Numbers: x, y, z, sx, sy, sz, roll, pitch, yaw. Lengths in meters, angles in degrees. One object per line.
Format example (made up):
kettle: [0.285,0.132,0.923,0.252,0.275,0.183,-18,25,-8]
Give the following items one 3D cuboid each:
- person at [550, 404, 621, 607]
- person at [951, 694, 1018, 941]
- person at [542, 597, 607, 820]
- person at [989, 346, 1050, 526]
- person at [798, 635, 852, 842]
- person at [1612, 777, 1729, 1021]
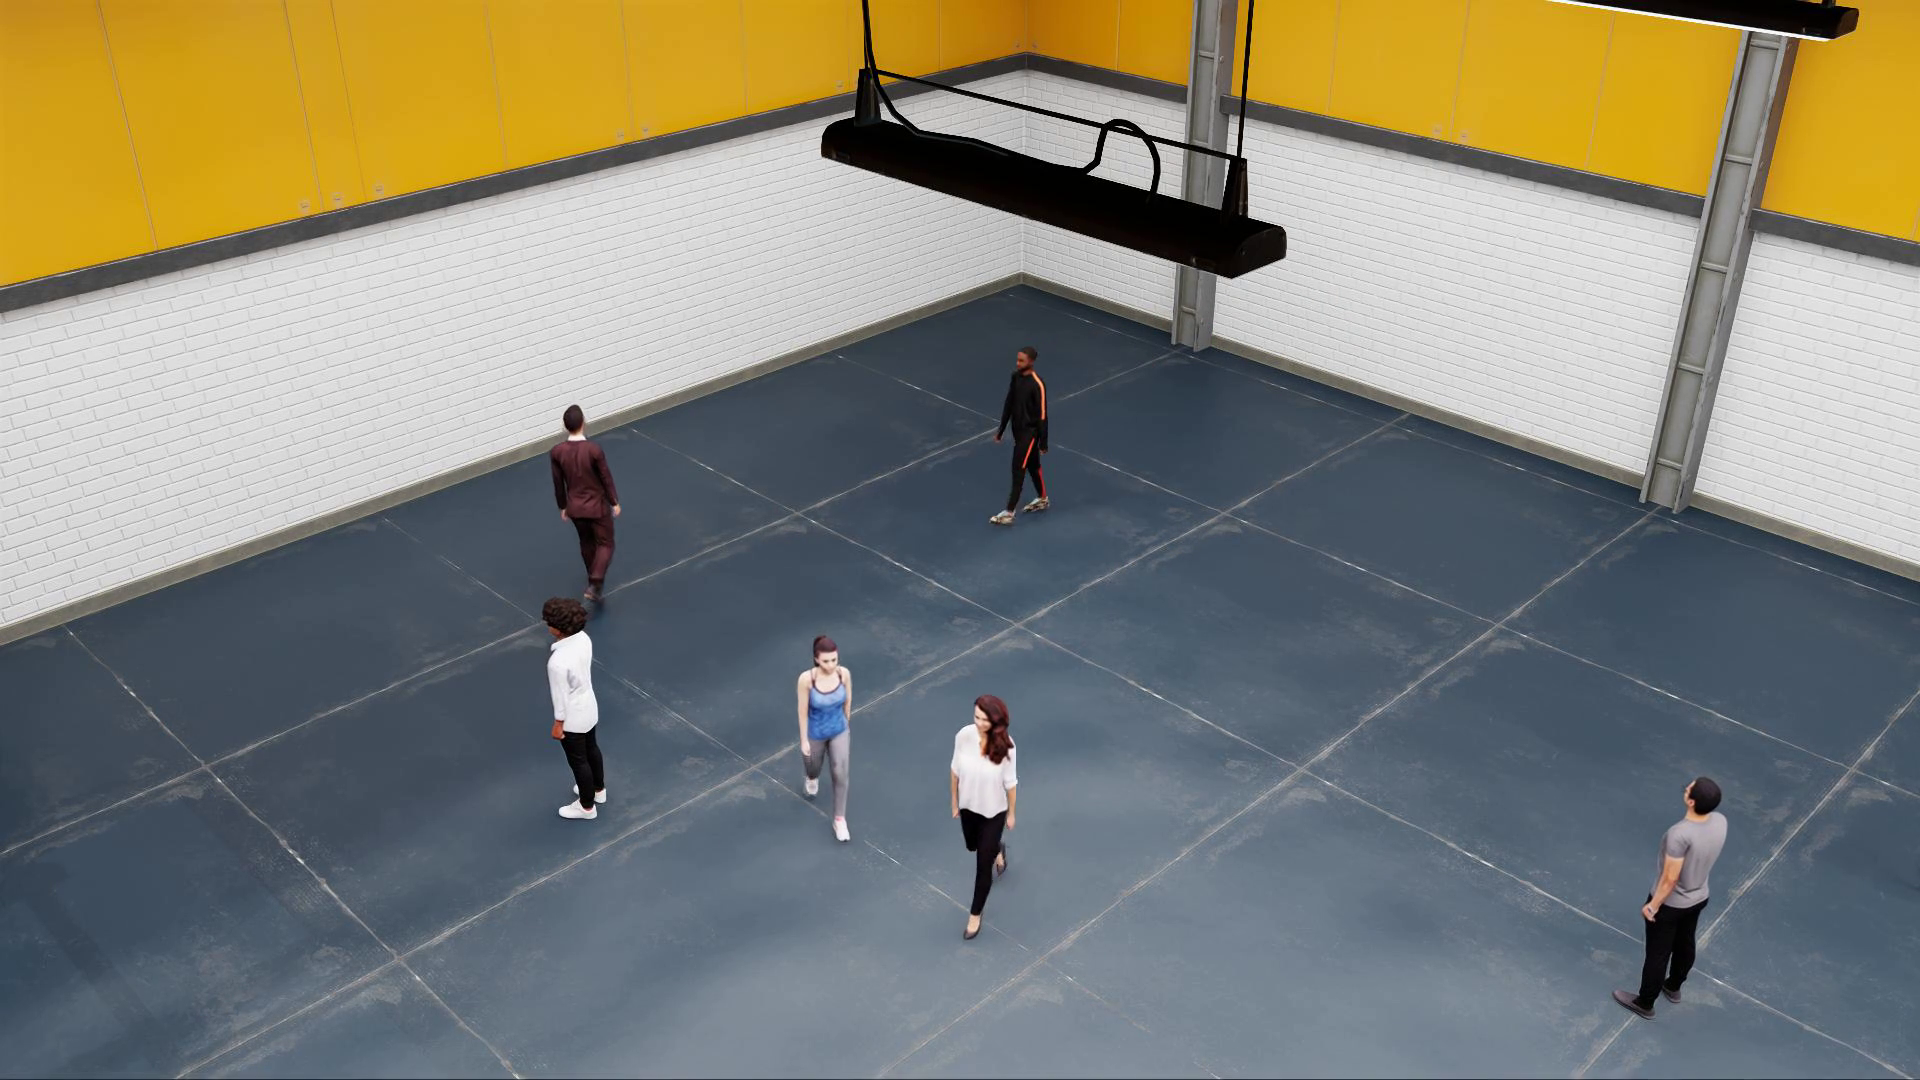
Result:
person: [-3.262,-0.278,14.612,1.104,1.850,1.088,5,29,9]
person: [0.194,1.742,10.992,1.061,1.769,0.901,12,31,21]
person: [-2.764,1.199,11.946,0.750,1.810,0.728,7,29,12]
person: [0.727,-1.052,16.108,0.851,1.775,1.019,-15,32,-26]
person: [-0.988,1.351,11.899,0.847,1.588,1.044,-8,30,-15]
person: [4.415,2.178,10.208,0.672,1.754,0.631,-15,32,-26]
